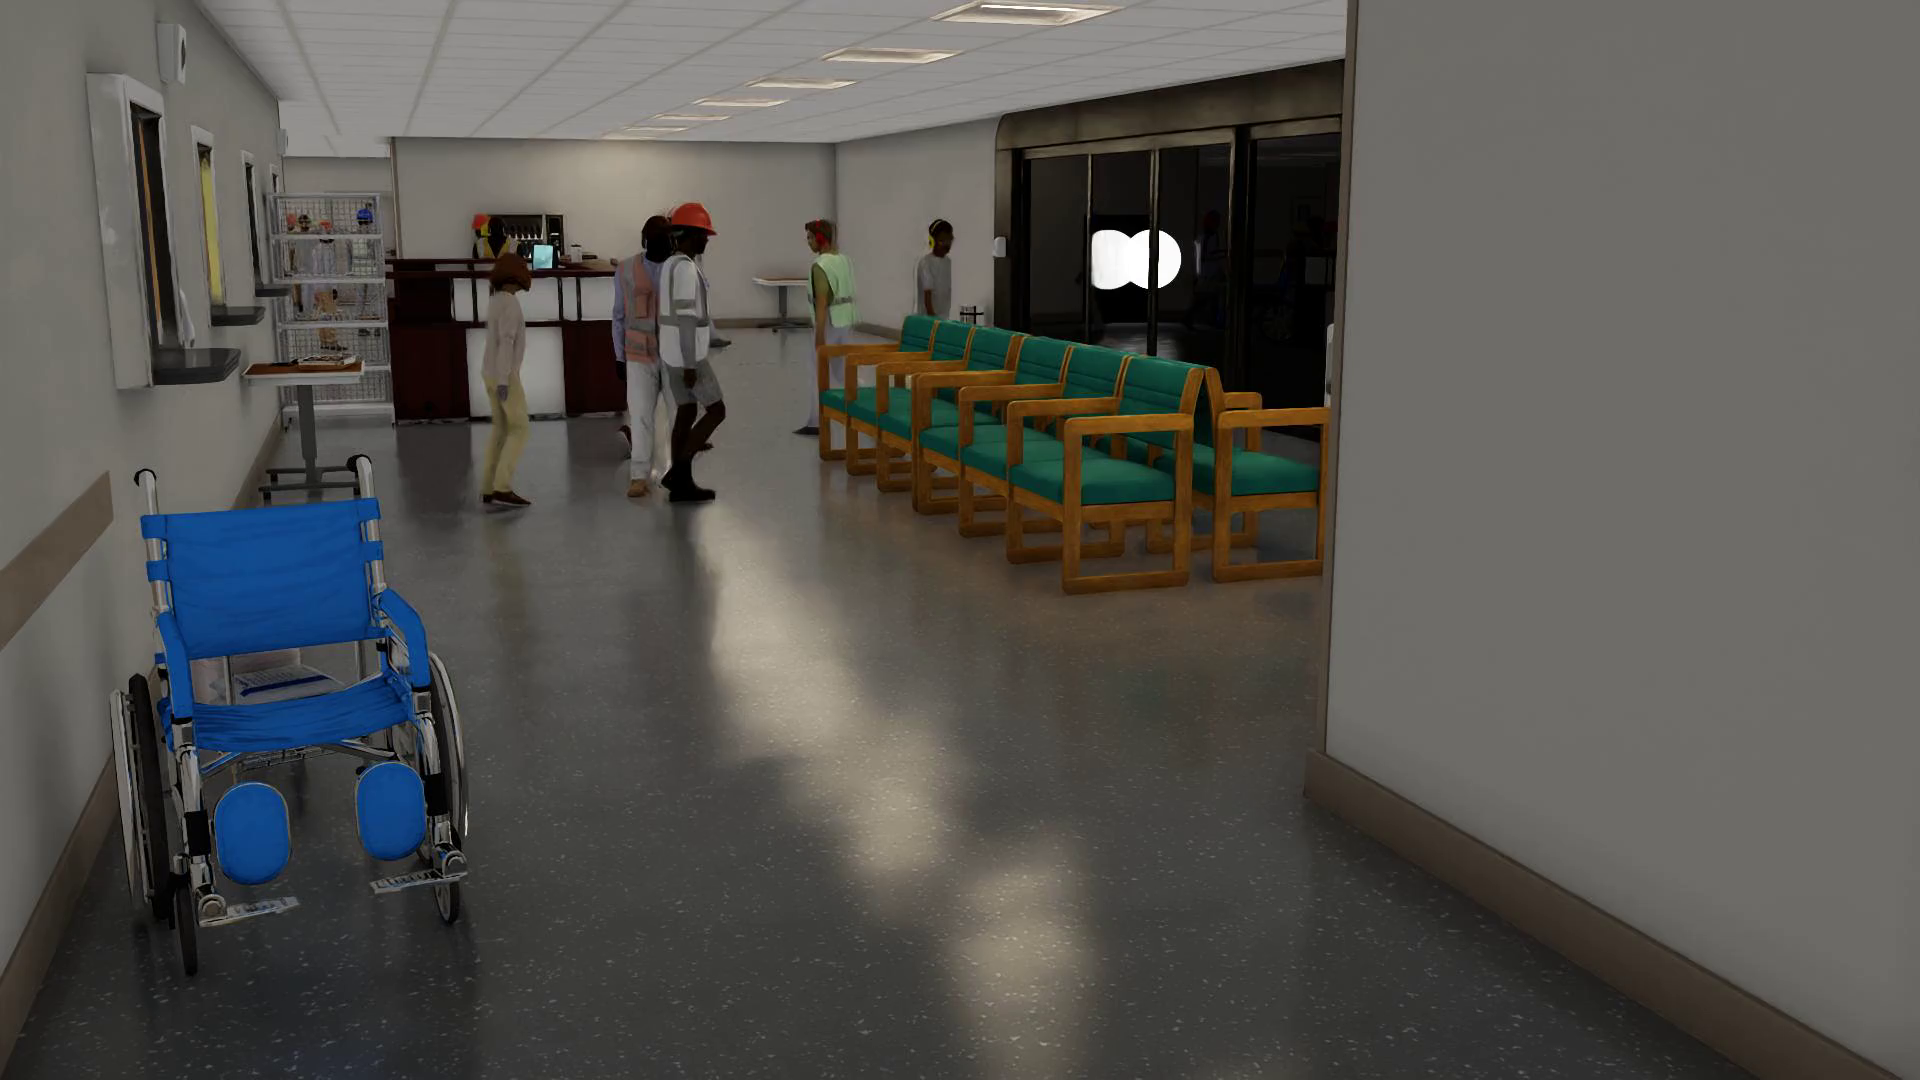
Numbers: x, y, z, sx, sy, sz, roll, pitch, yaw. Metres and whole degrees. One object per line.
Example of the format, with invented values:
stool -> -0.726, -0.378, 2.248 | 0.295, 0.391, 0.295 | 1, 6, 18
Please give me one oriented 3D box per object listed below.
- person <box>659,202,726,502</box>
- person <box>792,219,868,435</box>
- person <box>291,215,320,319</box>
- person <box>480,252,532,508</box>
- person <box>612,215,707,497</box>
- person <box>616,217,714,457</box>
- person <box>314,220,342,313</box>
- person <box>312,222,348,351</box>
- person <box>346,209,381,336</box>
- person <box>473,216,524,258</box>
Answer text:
person -> -1.718, -1.181, 10.625 | 0.405, 1.914, 0.554 | -5, 12, -22
person -> -1.007, -1.761, 13.908 | 0.778, 1.818, 0.612 | 4, 12, 19
person -> -11.273, -4.692, 28.796 | 0.562, 1.852, 0.527 | -9, 14, -38
person -> -2.878, -1.011, 10.530 | 0.421, 1.601, 0.537 | -6, 13, -28
person -> -1.964, -1.195, 10.909 | 0.619, 1.838, 0.430 | -1, 11, -6
person -> -2.295, -1.545, 12.719 | 0.567, 1.831, 0.883 | 8, 13, 35
person -> -12.043, -5.183, 31.555 | 0.462, 1.754, 0.540 | -7, 13, -34
person -> -8.656, -3.474, 22.804 | 0.327, 1.753, 0.561 | -9, 14, -37
person -> -9.104, -4.098, 25.537 | 0.602, 1.938, 0.400 | 2, 11, 13
person -> -5.730, -3.098, 20.694 | 0.618, 1.836, 0.431 | -1, 11, -7
